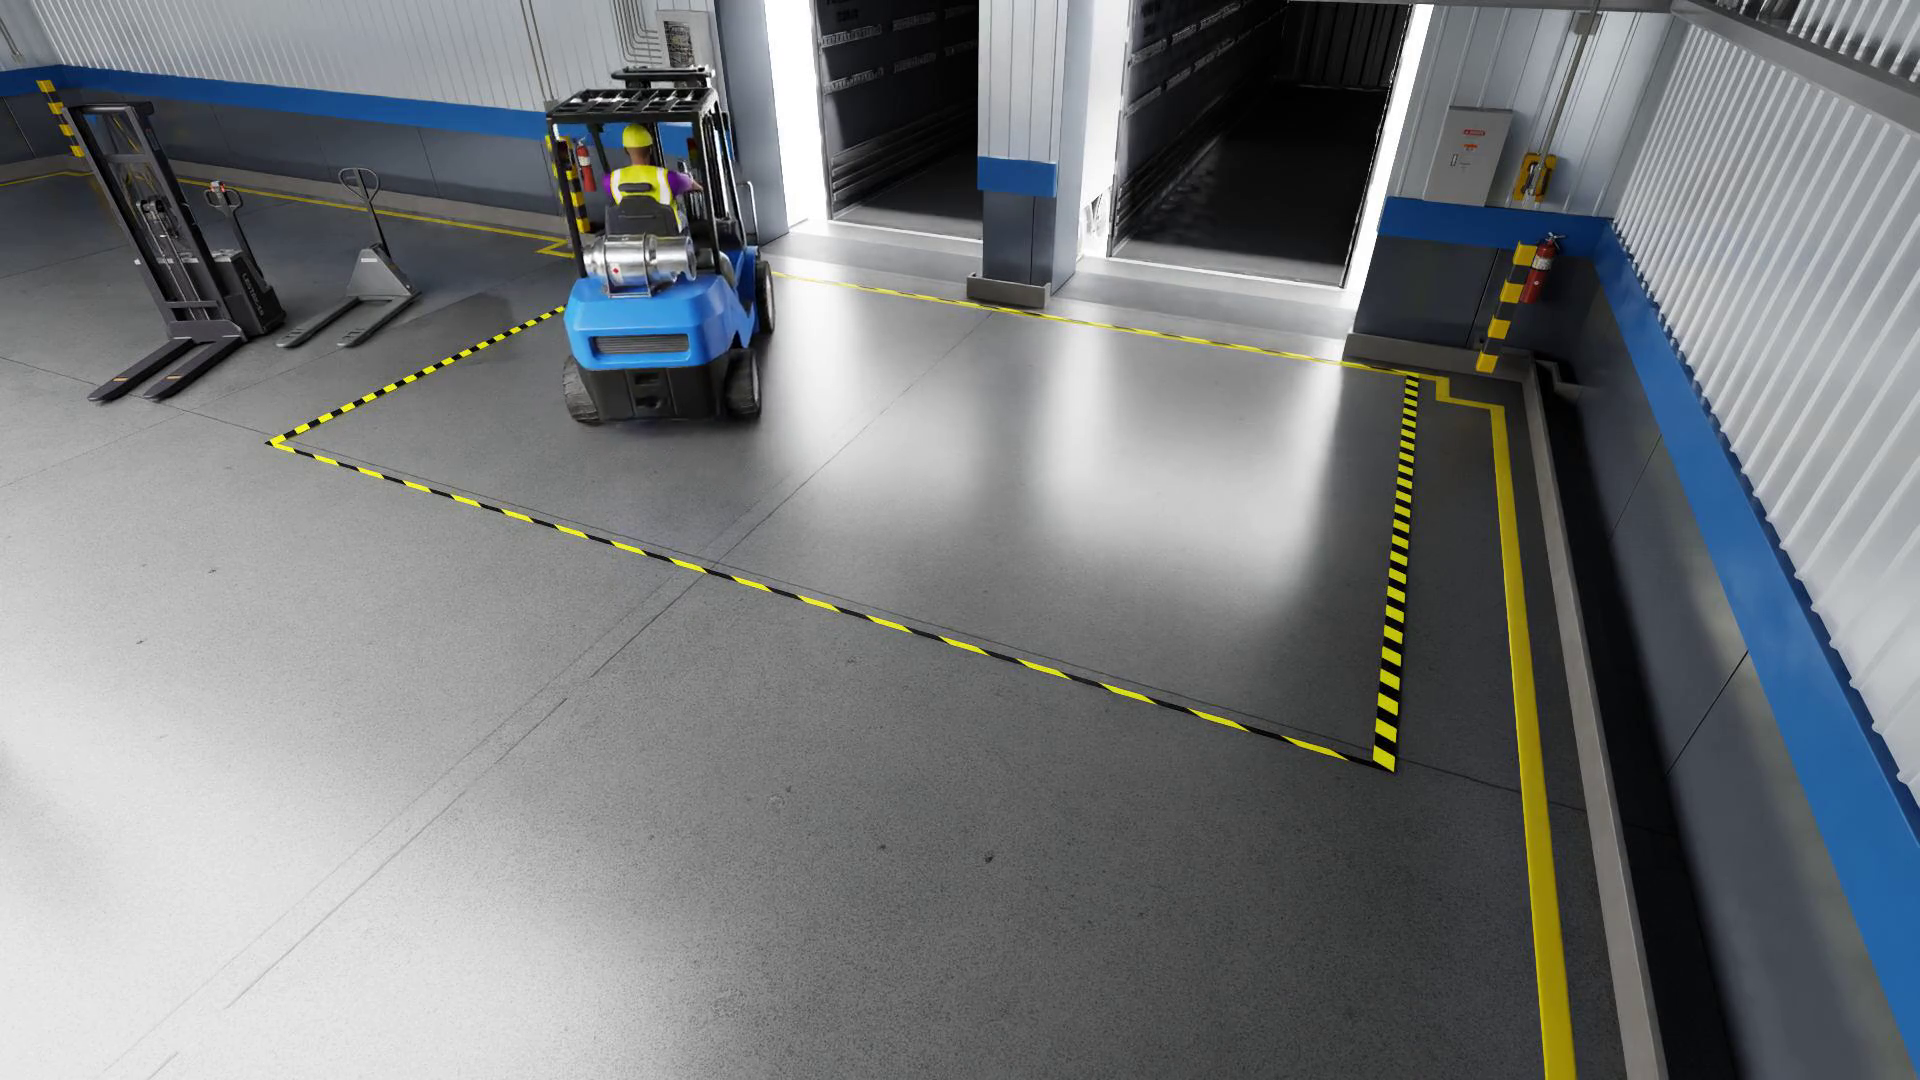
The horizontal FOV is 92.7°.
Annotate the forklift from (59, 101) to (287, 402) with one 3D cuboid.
[{"bbox_3d":[-6.686,-2.387,7.434,0.823,1.965,1.885,-3,35,-5],"label":"forklift"}]

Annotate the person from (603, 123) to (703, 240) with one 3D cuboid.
[{"bbox_3d":[-2.302,-2.587,7.084,0.635,1.294,1.004,-3,35,-4],"label":"person"}]

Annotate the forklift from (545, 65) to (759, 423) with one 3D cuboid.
[{"bbox_3d":[-2.304,-2.399,7.142,1.157,2.036,2.680,-3,35,-4],"label":"forklift"}]

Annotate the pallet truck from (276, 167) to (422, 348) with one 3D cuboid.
[{"bbox_3d":[-5.732,-2.611,8.414,0.680,1.201,1.601,-1,35,-1],"label":"pallet truck"}]
